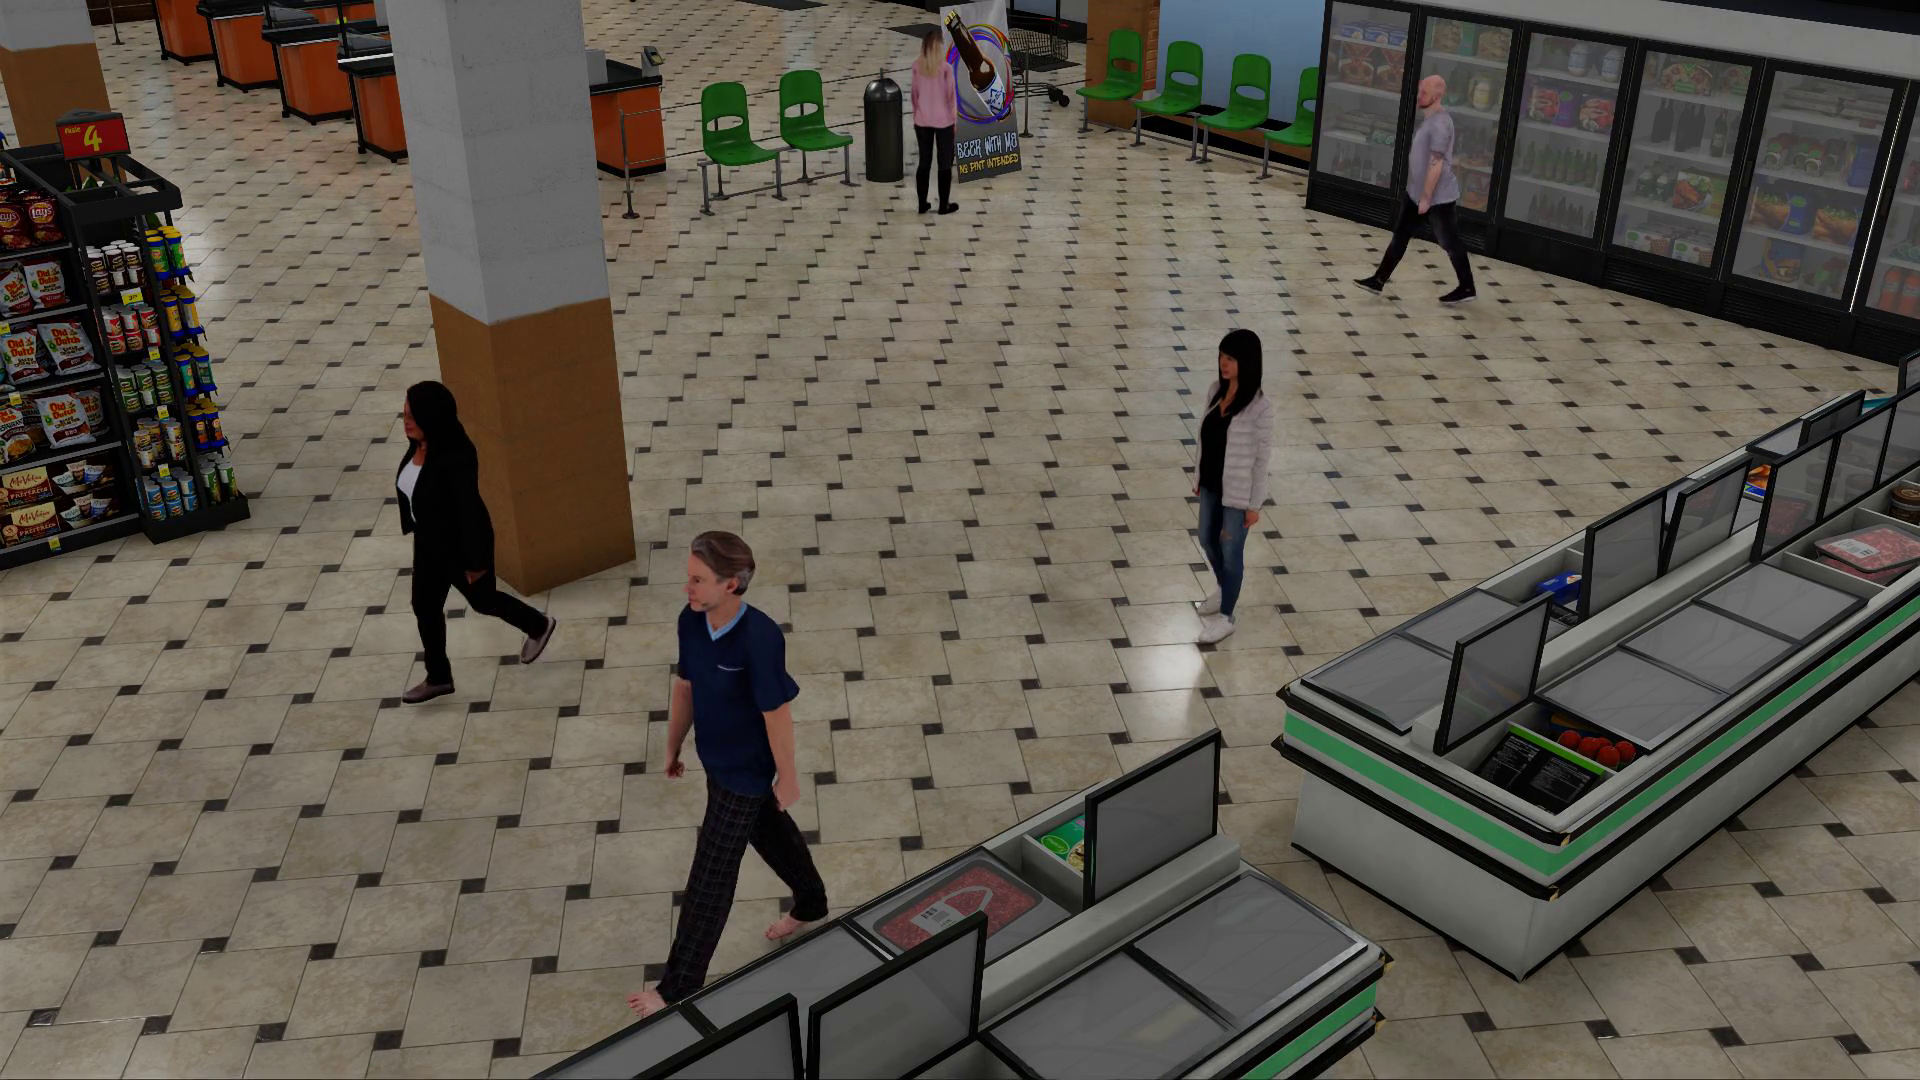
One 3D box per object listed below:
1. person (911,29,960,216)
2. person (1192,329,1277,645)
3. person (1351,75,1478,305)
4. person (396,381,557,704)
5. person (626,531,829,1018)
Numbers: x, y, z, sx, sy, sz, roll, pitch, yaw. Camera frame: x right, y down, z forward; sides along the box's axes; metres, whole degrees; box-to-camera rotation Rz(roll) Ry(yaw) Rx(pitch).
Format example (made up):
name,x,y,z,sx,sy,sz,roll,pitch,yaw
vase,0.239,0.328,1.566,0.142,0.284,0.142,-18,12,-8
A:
name,x,y,z,sx,sy,sz,roll,pitch,yaw
person,-0.245,-3.870,15.420,0.677,1.686,0.675,13,30,23
person,1.390,-0.292,8.413,0.678,1.643,0.631,-19,32,-32
person,3.782,-2.692,12.986,1.293,1.787,1.195,3,27,6
person,-2.331,-0.005,7.907,0.745,1.588,1.095,22,34,36
person,-0.731,0.805,6.057,1.145,1.817,0.674,-20,33,-35
